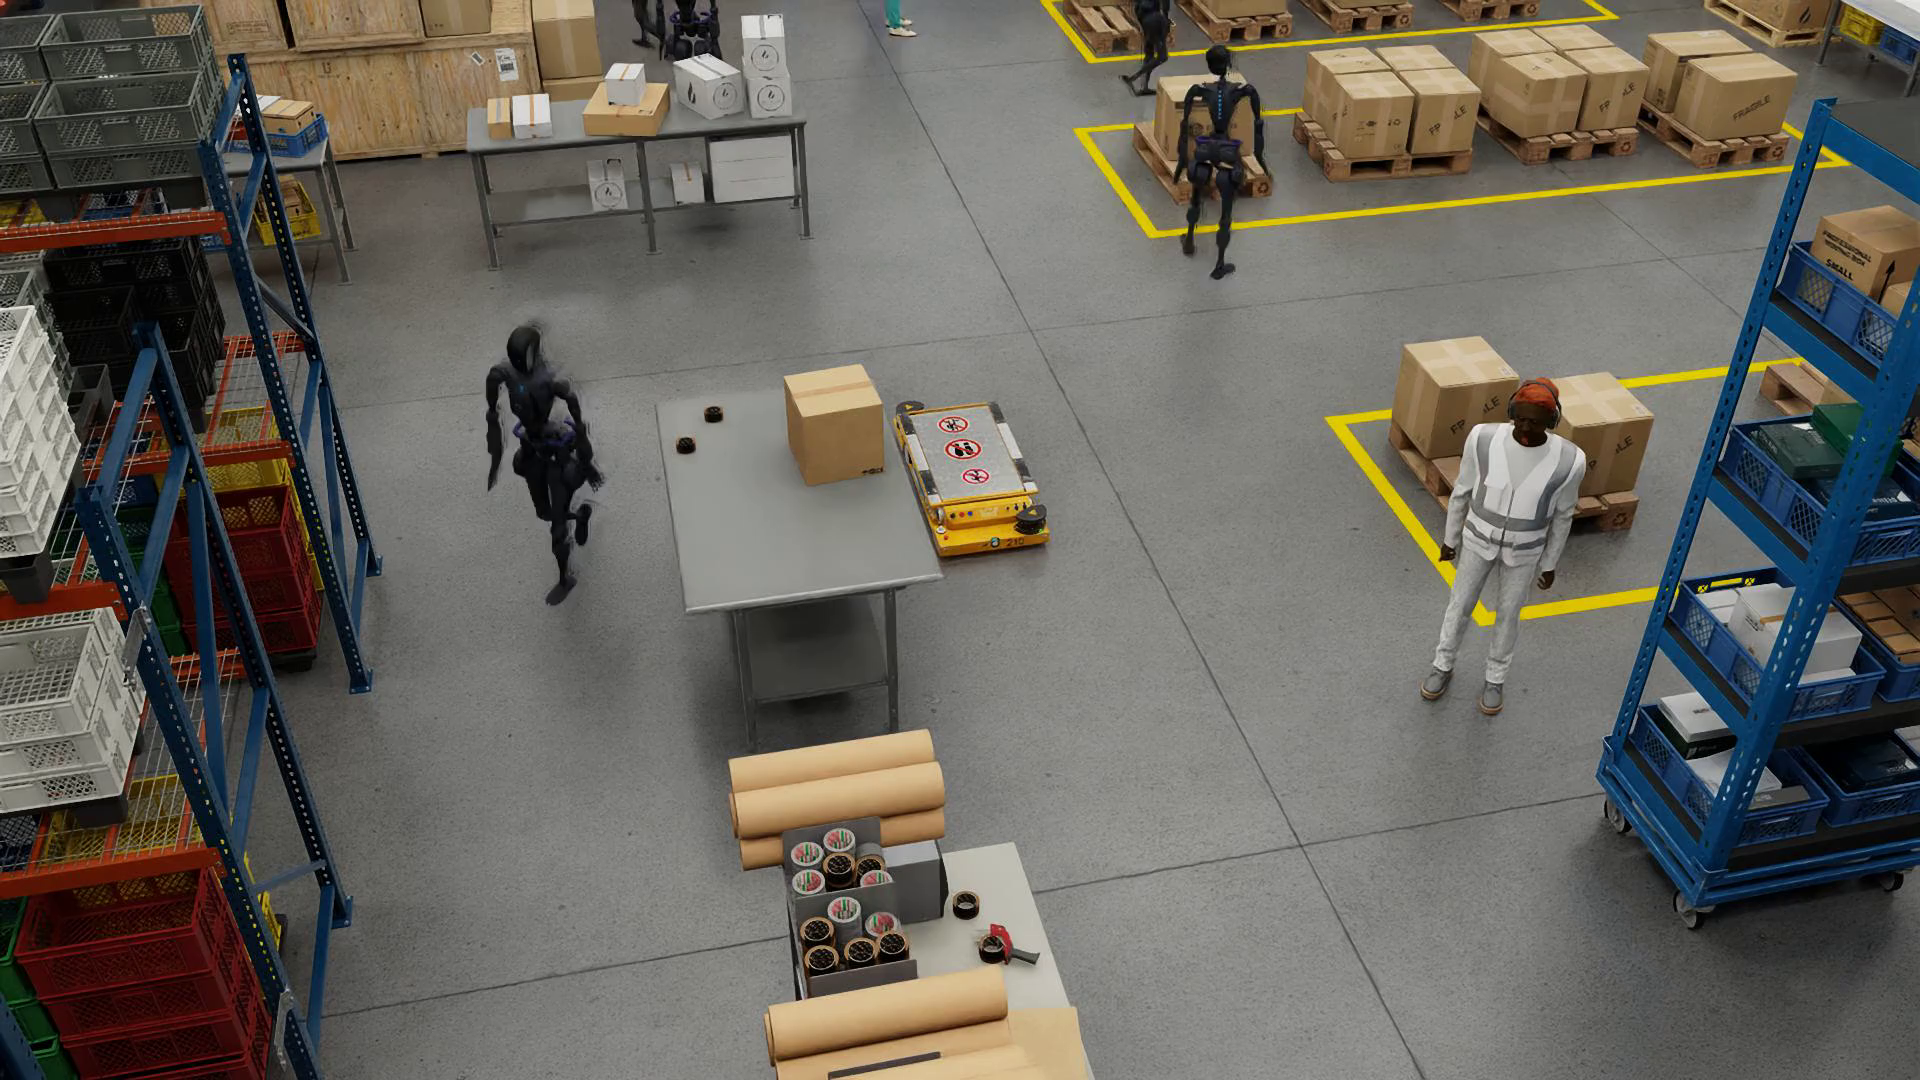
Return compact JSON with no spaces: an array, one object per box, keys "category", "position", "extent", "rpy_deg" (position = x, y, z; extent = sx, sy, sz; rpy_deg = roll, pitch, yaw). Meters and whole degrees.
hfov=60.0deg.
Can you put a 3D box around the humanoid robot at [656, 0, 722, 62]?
[{"category":"humanoid robot","position":[-2.294,-4.252,14.084],"extent":[0.570,1.652,0.316],"rpy_deg":[7,37,10]}]

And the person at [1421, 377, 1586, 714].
[{"category":"person","position":[2.652,0.036,8.154],"extent":[0.577,1.882,0.354],"rpy_deg":[15,39,19]}]

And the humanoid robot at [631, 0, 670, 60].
[{"category":"humanoid robot","position":[-2.984,-5.388,15.625],"extent":[0.657,1.628,0.590],"rpy_deg":[25,43,29]}]

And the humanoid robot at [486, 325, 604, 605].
[{"category":"humanoid robot","position":[-2.235,-0.496,9.058],"extent":[0.567,1.637,0.635],"rpy_deg":[14,39,18]}]

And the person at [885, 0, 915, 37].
[{"category":"person","position":[-0.592,-5.784,16.072],"extent":[0.323,1.765,0.539],"rpy_deg":[-6,37,-7]}]

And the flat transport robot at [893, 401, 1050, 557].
[{"category":"flat transport robot","position":[0.046,-0.430,10.108],"extent":[0.652,0.197,1.431],"rpy_deg":[-8,37,-10]}]

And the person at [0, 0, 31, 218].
[{"category":"person","position":[-6.977,-3.114,12.294],"extent":[0.624,1.992,0.385],"rpy_deg":[19,41,24]}]

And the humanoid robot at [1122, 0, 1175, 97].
[{"category":"humanoid robot","position":[1.674,-4.707,14.699],"extent":[0.383,1.655,0.603],"rpy_deg":[-9,38,-12]}]

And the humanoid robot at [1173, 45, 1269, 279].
[{"category":"humanoid robot","position":[1.893,-2.748,12.091],"extent":[0.661,1.612,0.556],"rpy_deg":[12,38,15]}]
